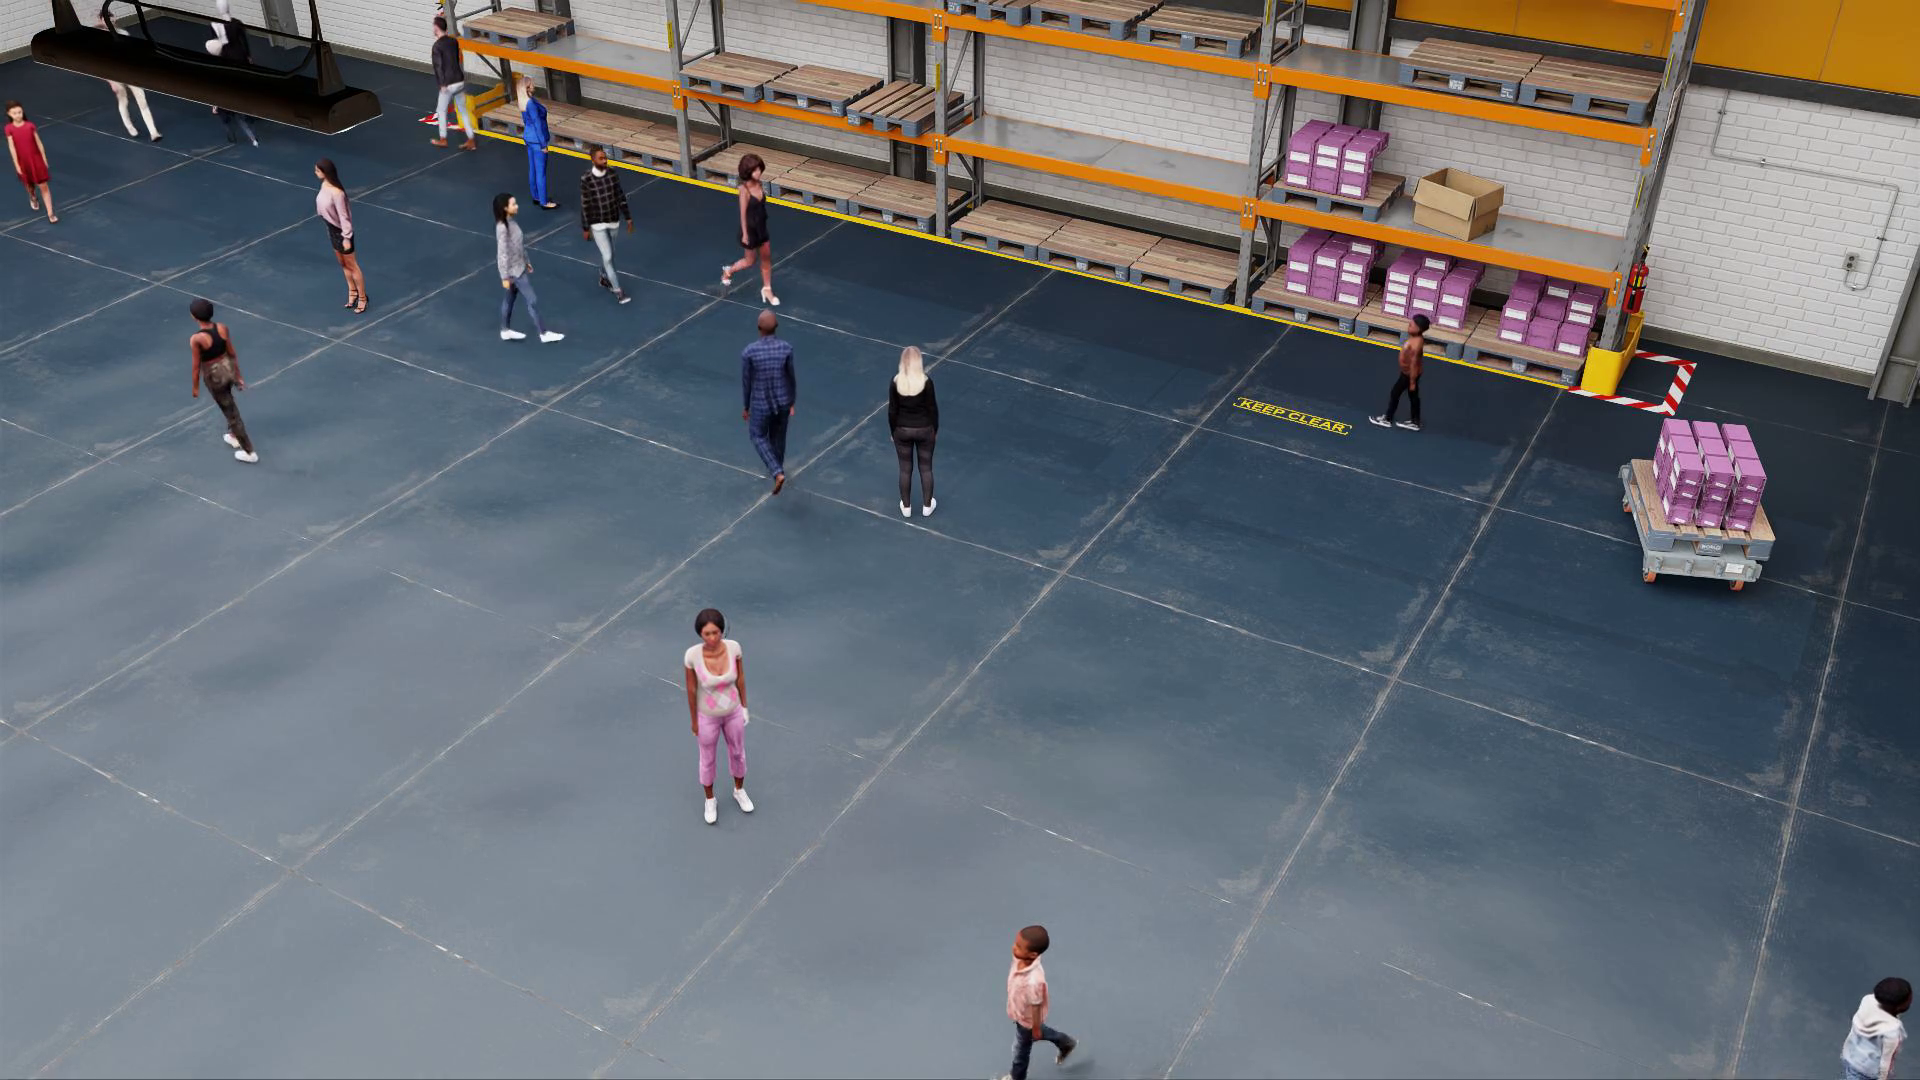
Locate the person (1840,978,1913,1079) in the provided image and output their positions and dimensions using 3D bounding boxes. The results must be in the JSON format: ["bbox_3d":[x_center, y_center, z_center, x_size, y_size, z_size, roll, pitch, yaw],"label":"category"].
[{"bbox_3d":[5.120,2.980,9.486,0.842,1.247,0.686,1,34,1],"label":"person"}]

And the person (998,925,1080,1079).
[{"bbox_3d":[0.463,2.751,9.787,0.858,1.294,0.792,-8,34,-12],"label":"person"}]

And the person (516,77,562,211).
[{"bbox_3d":[-5.414,-5.060,21.173,0.759,1.701,0.636,-20,39,-28],"label":"person"}]

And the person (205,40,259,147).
[{"bbox_3d":[-10.211,-6.098,23.280,0.924,1.758,0.803,22,40,30],"label":"person"}]

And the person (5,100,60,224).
[{"bbox_3d":[-11.696,-4.785,20.902,0.743,1.542,0.917,-21,39,-28],"label":"person"}]

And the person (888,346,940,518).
[{"bbox_3d":[-0.418,-0.967,15.027,0.626,1.686,0.746,2,34,3],"label":"person"}]

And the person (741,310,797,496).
[{"bbox_3d":[-1.734,-1.244,15.337,0.947,1.806,1.054,-14,36,-21],"label":"person"}]

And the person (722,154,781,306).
[{"bbox_3d":[-2.389,-3.492,18.748,0.937,1.772,0.556,17,37,23],"label":"person"}]

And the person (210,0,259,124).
[{"bbox_3d":[-10.322,-6.792,23.717,0.766,1.769,0.842,-17,37,-24],"label":"person"}]

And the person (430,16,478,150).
[{"bbox_3d":[-6.908,-6.243,22.848,0.905,1.816,0.689,17,37,23],"label":"person"}]

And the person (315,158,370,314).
[{"bbox_3d":[-6.903,-3.408,18.587,0.734,1.811,0.576,-26,42,-34],"label":"person"}]

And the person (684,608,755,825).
[{"bbox_3d":[-1.697,1.220,11.693,0.651,1.736,0.688,-13,36,-19],"label":"person"}]

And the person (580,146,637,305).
[{"bbox_3d":[-4.108,-3.631,18.949,0.885,1.783,1.162,-28,43,-35],"label":"person"}]

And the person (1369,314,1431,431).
[{"bbox_3d":[4.525,-1.640,16.447,0.760,1.235,0.604,12,35,17],"label":"person"}]

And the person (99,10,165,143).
[{"bbox_3d":[-11.697,-6.465,23.198,1.267,1.798,0.875,28,43,36],"label":"person"}]

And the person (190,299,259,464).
[{"bbox_3d":[-6.961,-1.483,15.811,0.800,1.679,0.600,15,37,22],"label":"person"}]

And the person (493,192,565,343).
[{"bbox_3d":[-4.916,-2.908,17.931,1.068,1.705,0.951,-2,34,-4],"label":"person"}]
